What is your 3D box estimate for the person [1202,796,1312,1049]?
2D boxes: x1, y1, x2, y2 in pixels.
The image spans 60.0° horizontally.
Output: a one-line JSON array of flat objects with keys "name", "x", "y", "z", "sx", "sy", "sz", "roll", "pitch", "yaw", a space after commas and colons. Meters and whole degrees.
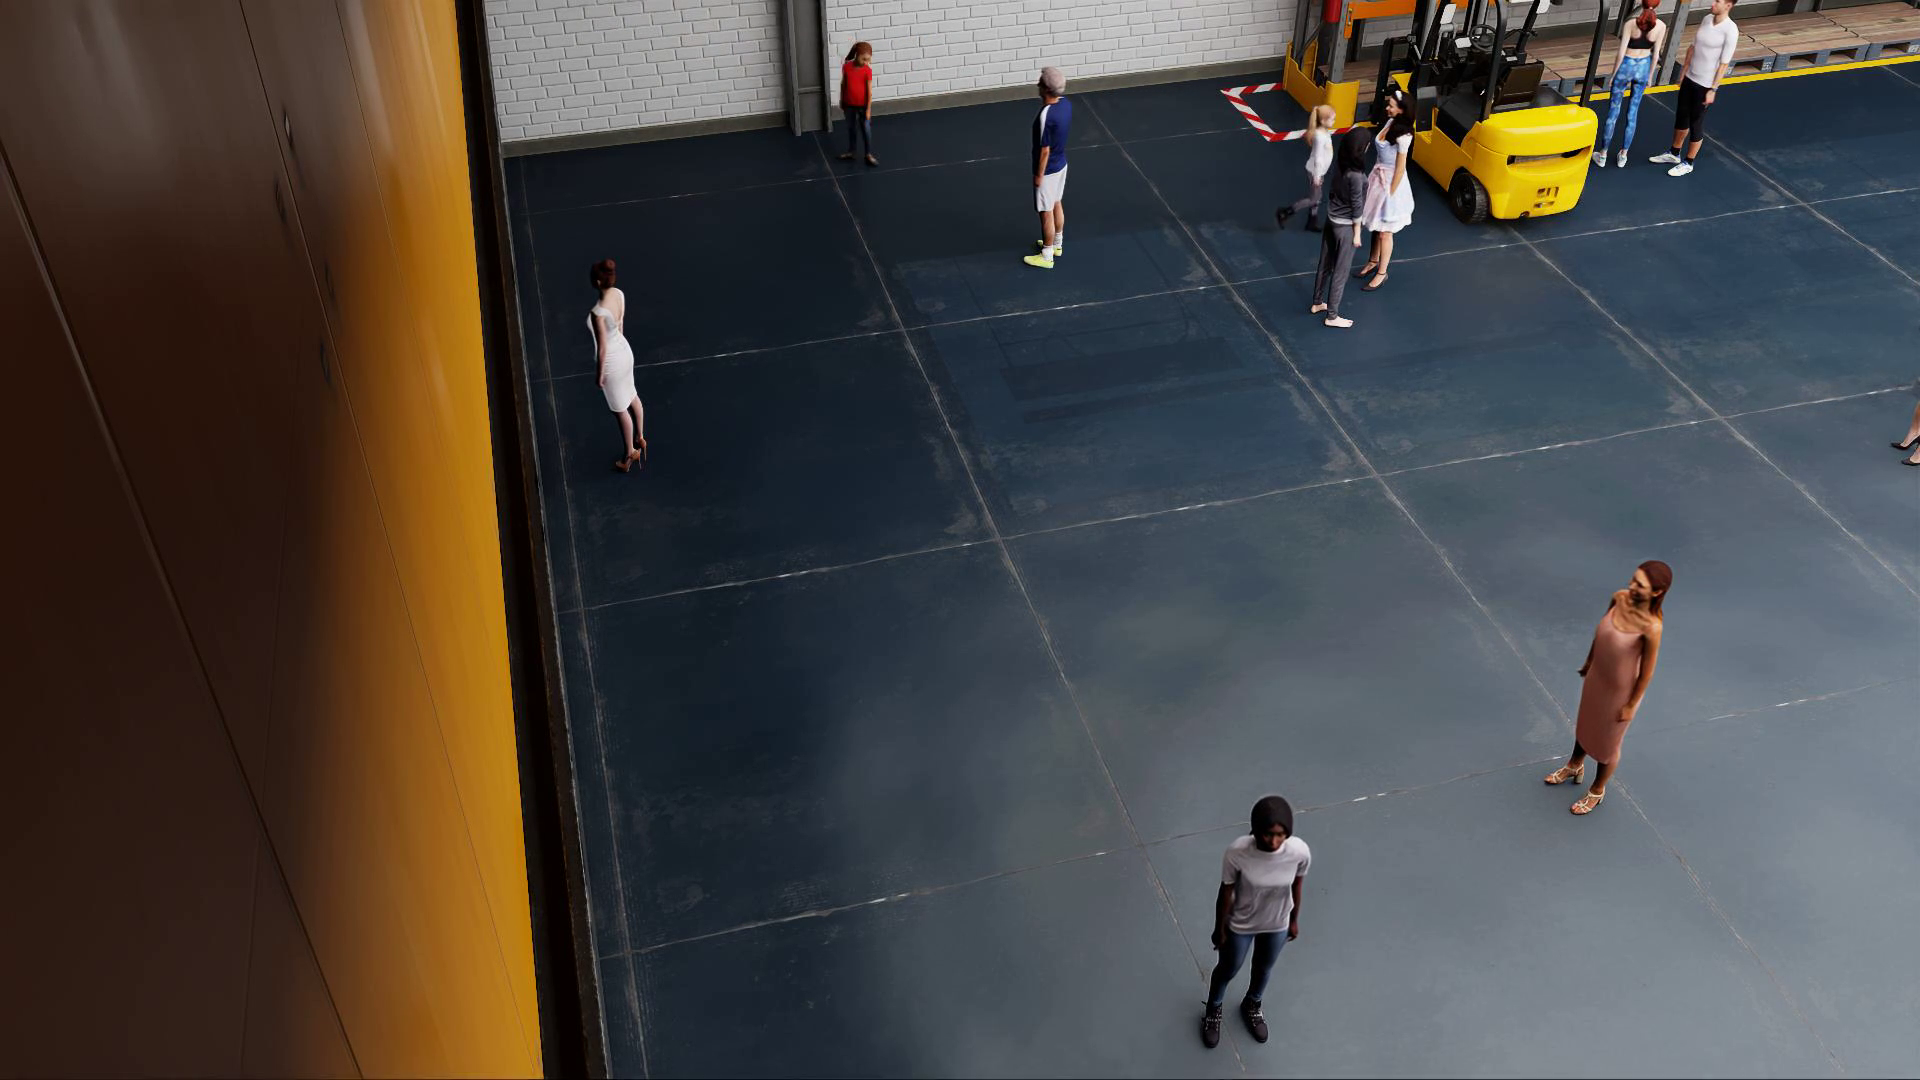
[{"name": "person", "x": 1.476, "y": 1.907, "z": 8.304, "sx": 0.500, "sy": 1.719, "sz": 0.680, "roll": -4, "pitch": 39, "yaw": -5}]

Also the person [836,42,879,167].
[{"name": "person", "x": -1.054, "y": -4.340, "z": 16.475, "sx": 0.598, "sy": 1.284, "sz": 0.709, "roll": 25, "pitch": 45, "yaw": 27}]

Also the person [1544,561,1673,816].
[{"name": "person", "x": 3.766, "y": 0.838, "z": 9.553, "sx": 0.508, "sy": 1.831, "sz": 0.580, "roll": -10, "pitch": 40, "yaw": -12}]

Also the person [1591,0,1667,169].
[{"name": "person", "x": 6.575, "y": -4.525, "z": 16.305, "sx": 0.623, "sy": 1.785, "sz": 0.716, "roll": 4, "pitch": 39, "yaw": 4}]

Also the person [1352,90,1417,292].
[{"name": "person", "x": 3.688, "y": -3.021, "z": 14.396, "sx": 0.752, "sy": 1.817, "sz": 0.726, "roll": -5, "pitch": 39, "yaw": -6}]

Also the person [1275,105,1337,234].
[{"name": "person", "x": 3.218, "y": -3.404, "z": 15.316, "sx": 0.817, "sy": 1.268, "sz": 0.692, "roll": 11, "pitch": 40, "yaw": 13}]

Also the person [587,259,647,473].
[{"name": "person", "x": -2.526, "y": -1.287, "z": 12.245, "sx": 0.634, "sy": 1.792, "sz": 0.633, "roll": 10, "pitch": 40, "yaw": 12}]

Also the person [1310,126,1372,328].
[{"name": "person", "x": 3.203, "y": -2.635, "z": 13.955, "sx": 0.519, "sy": 1.764, "sz": 0.601, "roll": -12, "pitch": 40, "yaw": -14}]

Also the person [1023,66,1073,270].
[{"name": "person", "x": 0.797, "y": -3.309, "z": 14.739, "sx": 0.761, "sy": 1.839, "sz": 0.722, "roll": 16, "pitch": 41, "yaw": 19}]

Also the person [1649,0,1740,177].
[{"name": "person", "x": 7.225, "y": -4.484, "z": 16.200, "sx": 0.544, "sy": 1.852, "sz": 0.670, "roll": -10, "pitch": 40, "yaw": -13}]
